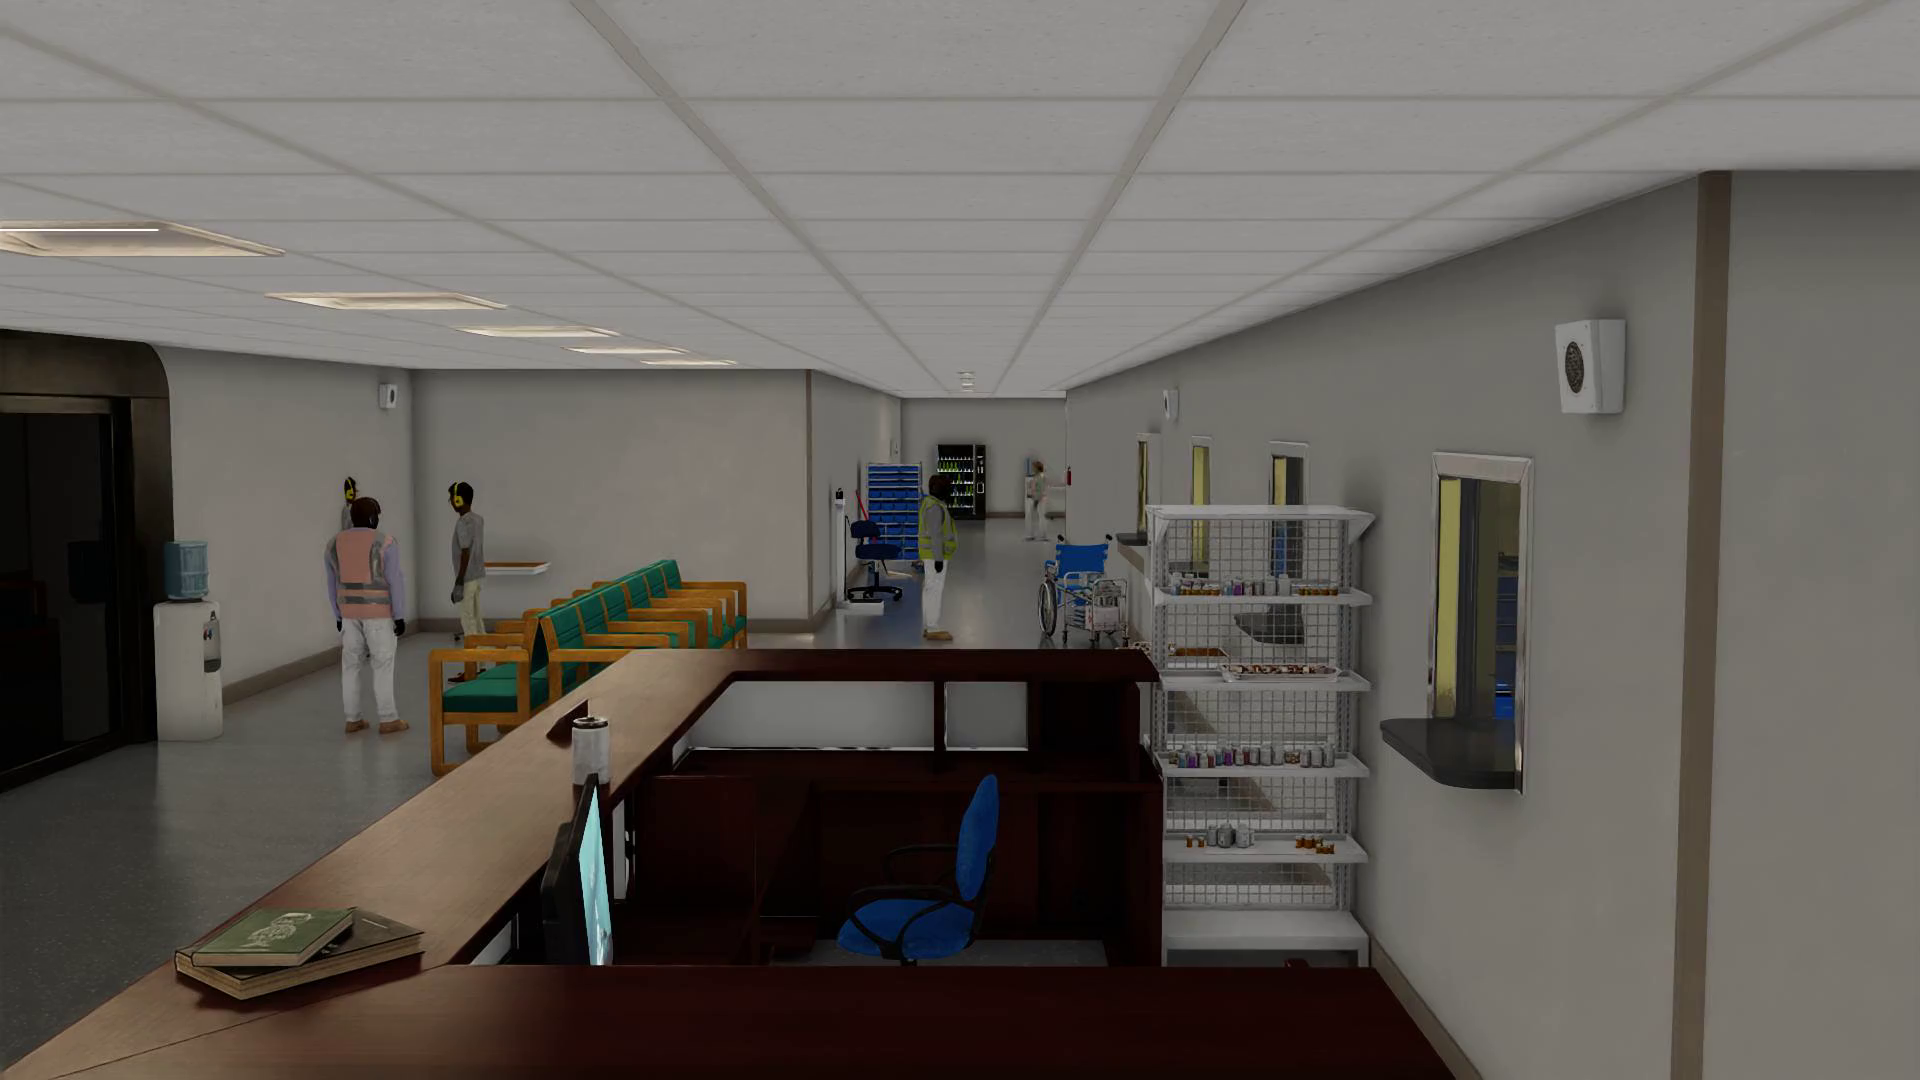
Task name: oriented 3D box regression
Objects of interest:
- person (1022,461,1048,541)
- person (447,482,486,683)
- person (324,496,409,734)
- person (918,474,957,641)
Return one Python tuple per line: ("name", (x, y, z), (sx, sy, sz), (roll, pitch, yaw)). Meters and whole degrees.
("person", (1.495, -0.770, 33.385), (0.632, 1.615, 0.521), (-2, 4, -20))
("person", (-4.582, 0.392, 15.422), (0.328, 1.865, 0.521), (0, 4, 3))
("person", (-4.577, 0.583, 12.888), (0.627, 1.844, 0.429), (1, 4, 11))
("person", (-0.248, 0.189, 18.421), (0.429, 1.840, 0.629), (0, 4, -5))
